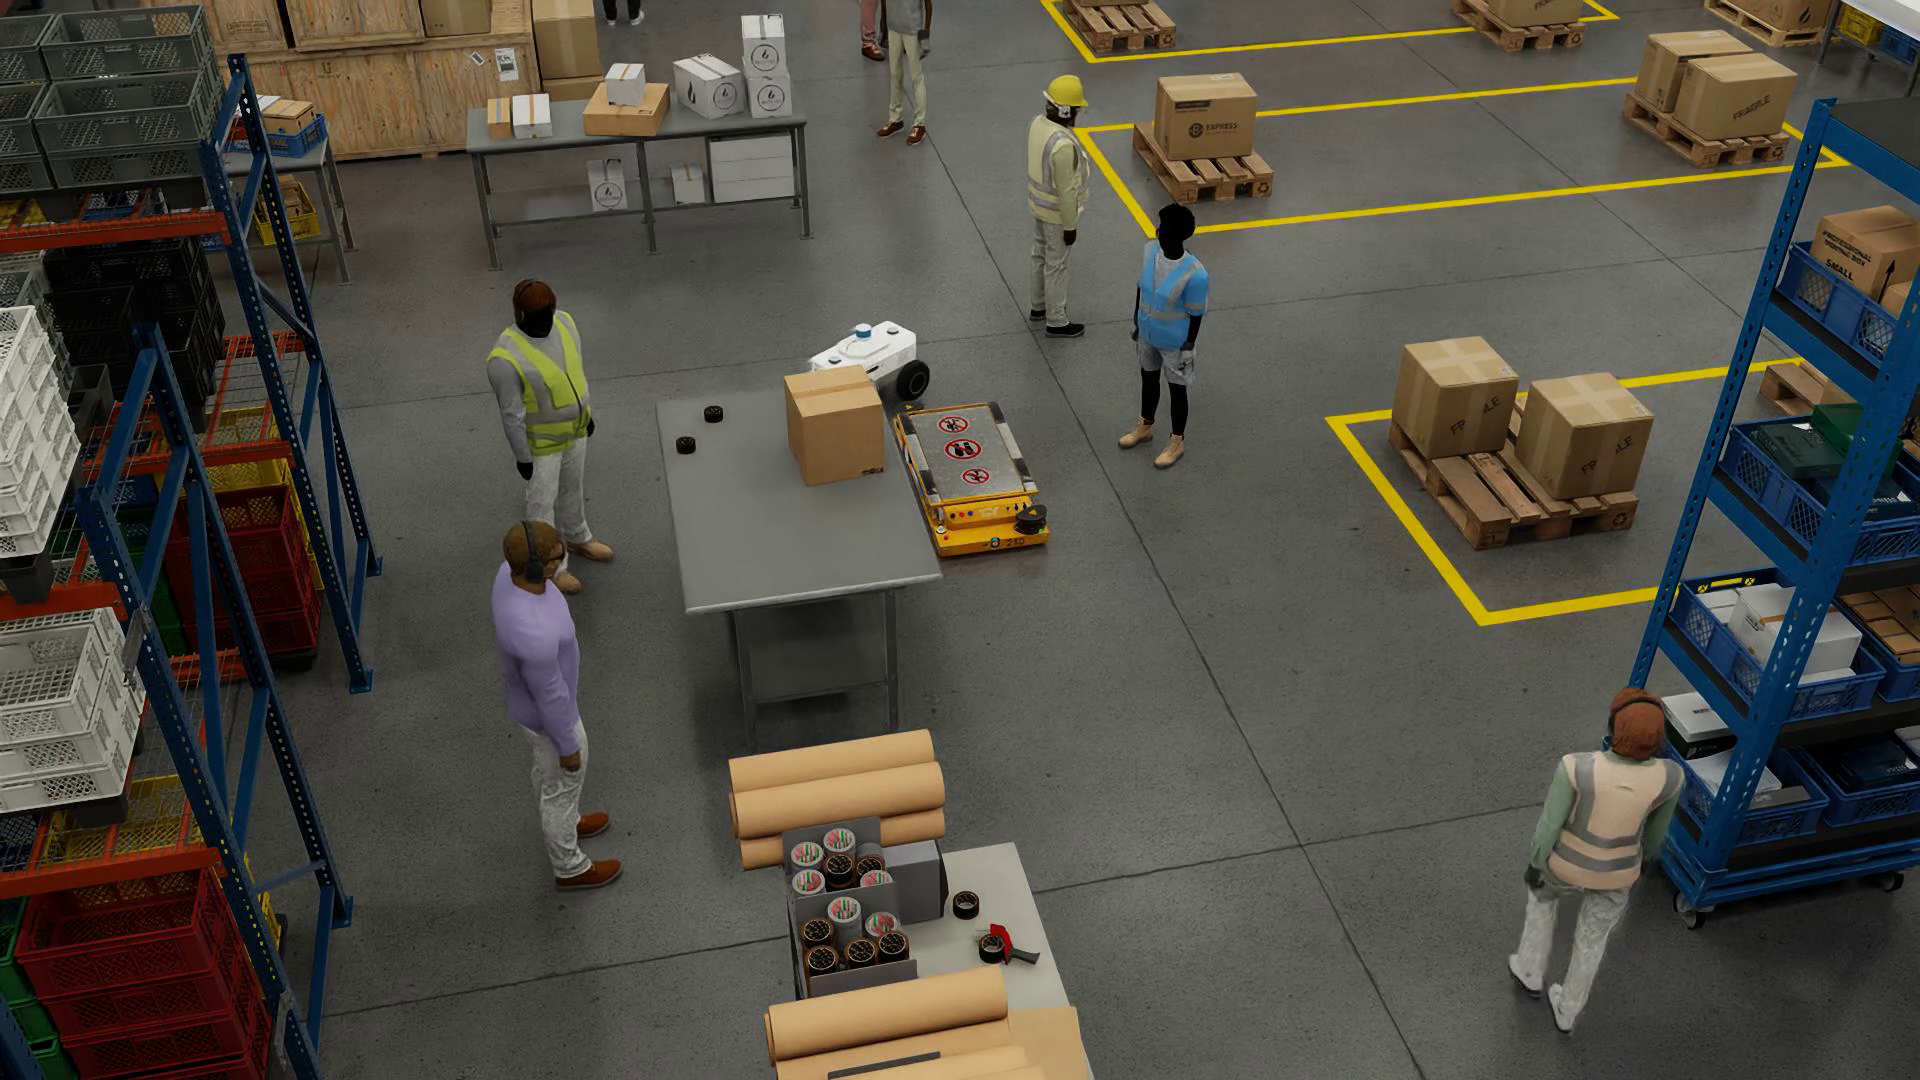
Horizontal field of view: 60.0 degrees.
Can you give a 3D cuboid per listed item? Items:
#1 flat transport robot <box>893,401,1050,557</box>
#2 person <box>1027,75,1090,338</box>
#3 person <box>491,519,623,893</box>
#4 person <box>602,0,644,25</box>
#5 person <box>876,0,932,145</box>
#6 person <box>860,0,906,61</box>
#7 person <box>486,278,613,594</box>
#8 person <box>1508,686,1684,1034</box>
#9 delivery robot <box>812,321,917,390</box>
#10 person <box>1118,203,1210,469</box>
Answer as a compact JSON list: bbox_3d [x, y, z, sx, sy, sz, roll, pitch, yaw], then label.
[{"bbox_3d":[0.046,-0.430,10.108,0.652,0.197,1.431,-8,37,-10],"label":"flat transport robot"},{"bbox_3d":[0.663,-2.253,11.268,0.403,1.823,0.587,-12,38,-16],"label":"person"},{"bbox_3d":[-1.765,0.718,7.186,0.357,1.931,0.629,-13,39,-17],"label":"person"},{"bbox_3d":[-3.368,-5.998,16.236,0.595,1.906,0.412,-4,37,-5],"label":"person"},{"bbox_3d":[-0.470,-4.252,13.914,0.517,1.874,0.328,21,42,26],"label":"person"},{"bbox_3d":[-0.709,-5.474,15.538,0.400,1.901,0.646,30,46,34],"label":"person"},{"bbox_3d":[-2.198,-0.581,9.009,0.430,1.840,0.624,16,40,21],"label":"person"},{"bbox_3d":[2.534,1.296,6.665,0.533,1.606,0.498,4,37,5],"label":"person"},{"bbox_3d":[-0.620,-1.169,10.790,0.477,0.478,0.707,30,46,34],"label":"delivery robot"},{"bbox_3d":[1.234,-1.235,10.001,0.311,1.699,0.521,-27,44,-31],"label":"person"}]
